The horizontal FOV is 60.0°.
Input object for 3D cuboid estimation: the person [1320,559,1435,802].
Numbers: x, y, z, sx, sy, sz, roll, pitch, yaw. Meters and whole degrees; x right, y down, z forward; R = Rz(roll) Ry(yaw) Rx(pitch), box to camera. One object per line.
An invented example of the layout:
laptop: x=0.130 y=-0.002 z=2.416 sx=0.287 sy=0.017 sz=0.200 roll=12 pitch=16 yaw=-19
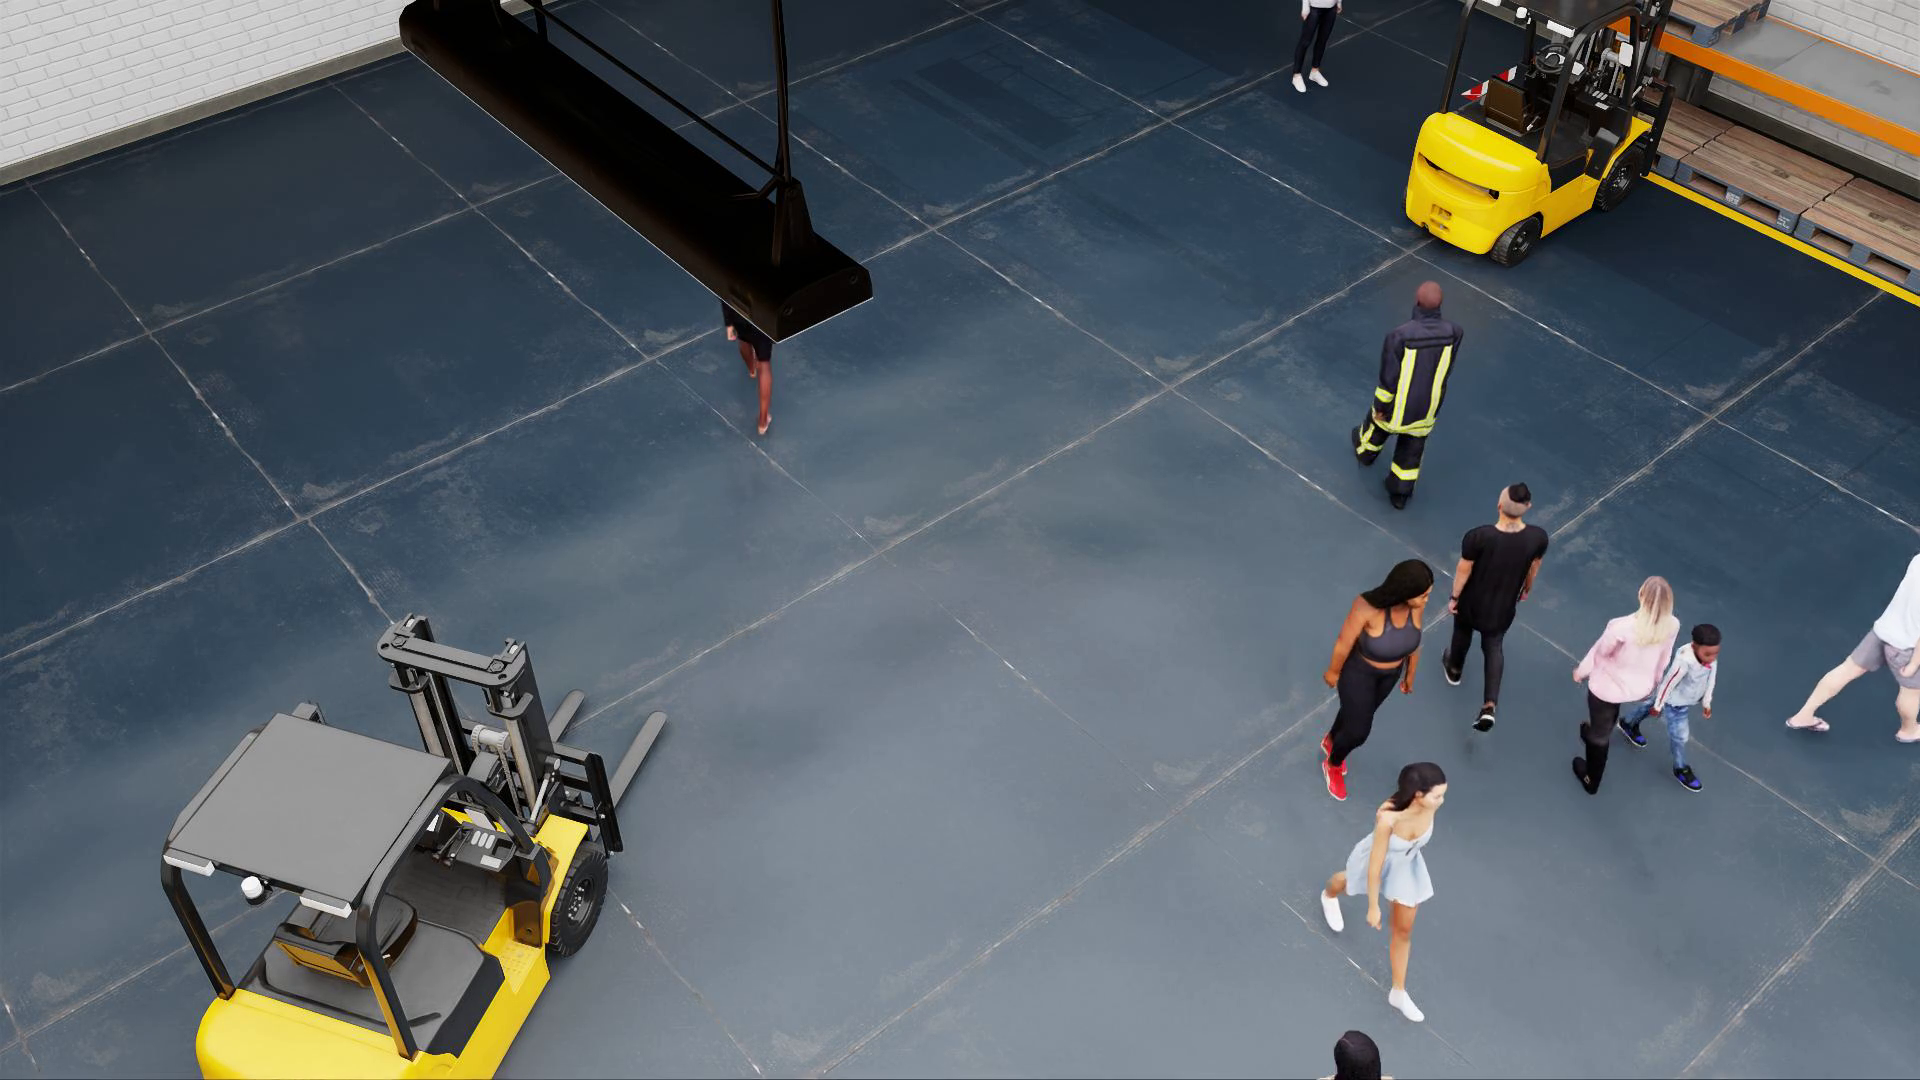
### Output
person: x=2.429 y=0.723 z=10.004 sx=0.819 sy=1.781 sz=0.836 roll=-11 pitch=45 yaw=-11

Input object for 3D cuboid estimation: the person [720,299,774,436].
person: x=-1.541 y=-1.581 z=12.506 sx=1.104 sy=1.665 sz=1.255 roll=-2 pitch=44 yaw=-2

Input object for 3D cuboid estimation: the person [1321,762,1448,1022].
person: x=2.257 y=1.723 z=9.037 sx=0.907 sy=1.667 sz=1.267 roll=-13 pitch=45 yaw=-13

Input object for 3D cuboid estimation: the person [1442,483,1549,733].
person: x=3.296 y=0.412 z=10.286 sx=1.104 sy=1.844 sz=1.183 roll=2 pitch=44 yaw=2

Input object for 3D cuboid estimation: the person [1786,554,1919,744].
person: x=5.633 y=0.612 z=10.120 sx=1.129 sy=1.782 sz=1.193 roll=-4 pitch=44 yaw=-4

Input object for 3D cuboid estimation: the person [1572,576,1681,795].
person: x=3.953 y=0.919 z=9.876 sx=0.771 sy=1.673 sz=0.856 roll=-9 pitch=44 yaw=-9

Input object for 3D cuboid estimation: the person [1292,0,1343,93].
person: x=3.547 y=-5.269 z=16.352 sx=0.664 sy=1.701 sz=0.629 roll=-19 pitch=47 yaw=-19

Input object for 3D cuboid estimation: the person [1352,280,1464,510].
person: x=3.220 y=-0.991 z=11.797 sx=1.093 sy=1.789 sz=1.216 roll=-4 pitch=44 yaw=-4

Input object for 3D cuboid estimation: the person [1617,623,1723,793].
person: x=4.373 y=0.908 z=10.214 sx=0.501 sy=1.224 sz=0.883 roll=-26 pitch=49 yaw=-24

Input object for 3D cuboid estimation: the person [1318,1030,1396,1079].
person: x=1.764 y=2.917 z=7.732 sx=1.027 sy=1.739 sz=1.079 roll=6 pitch=44 yaw=6
